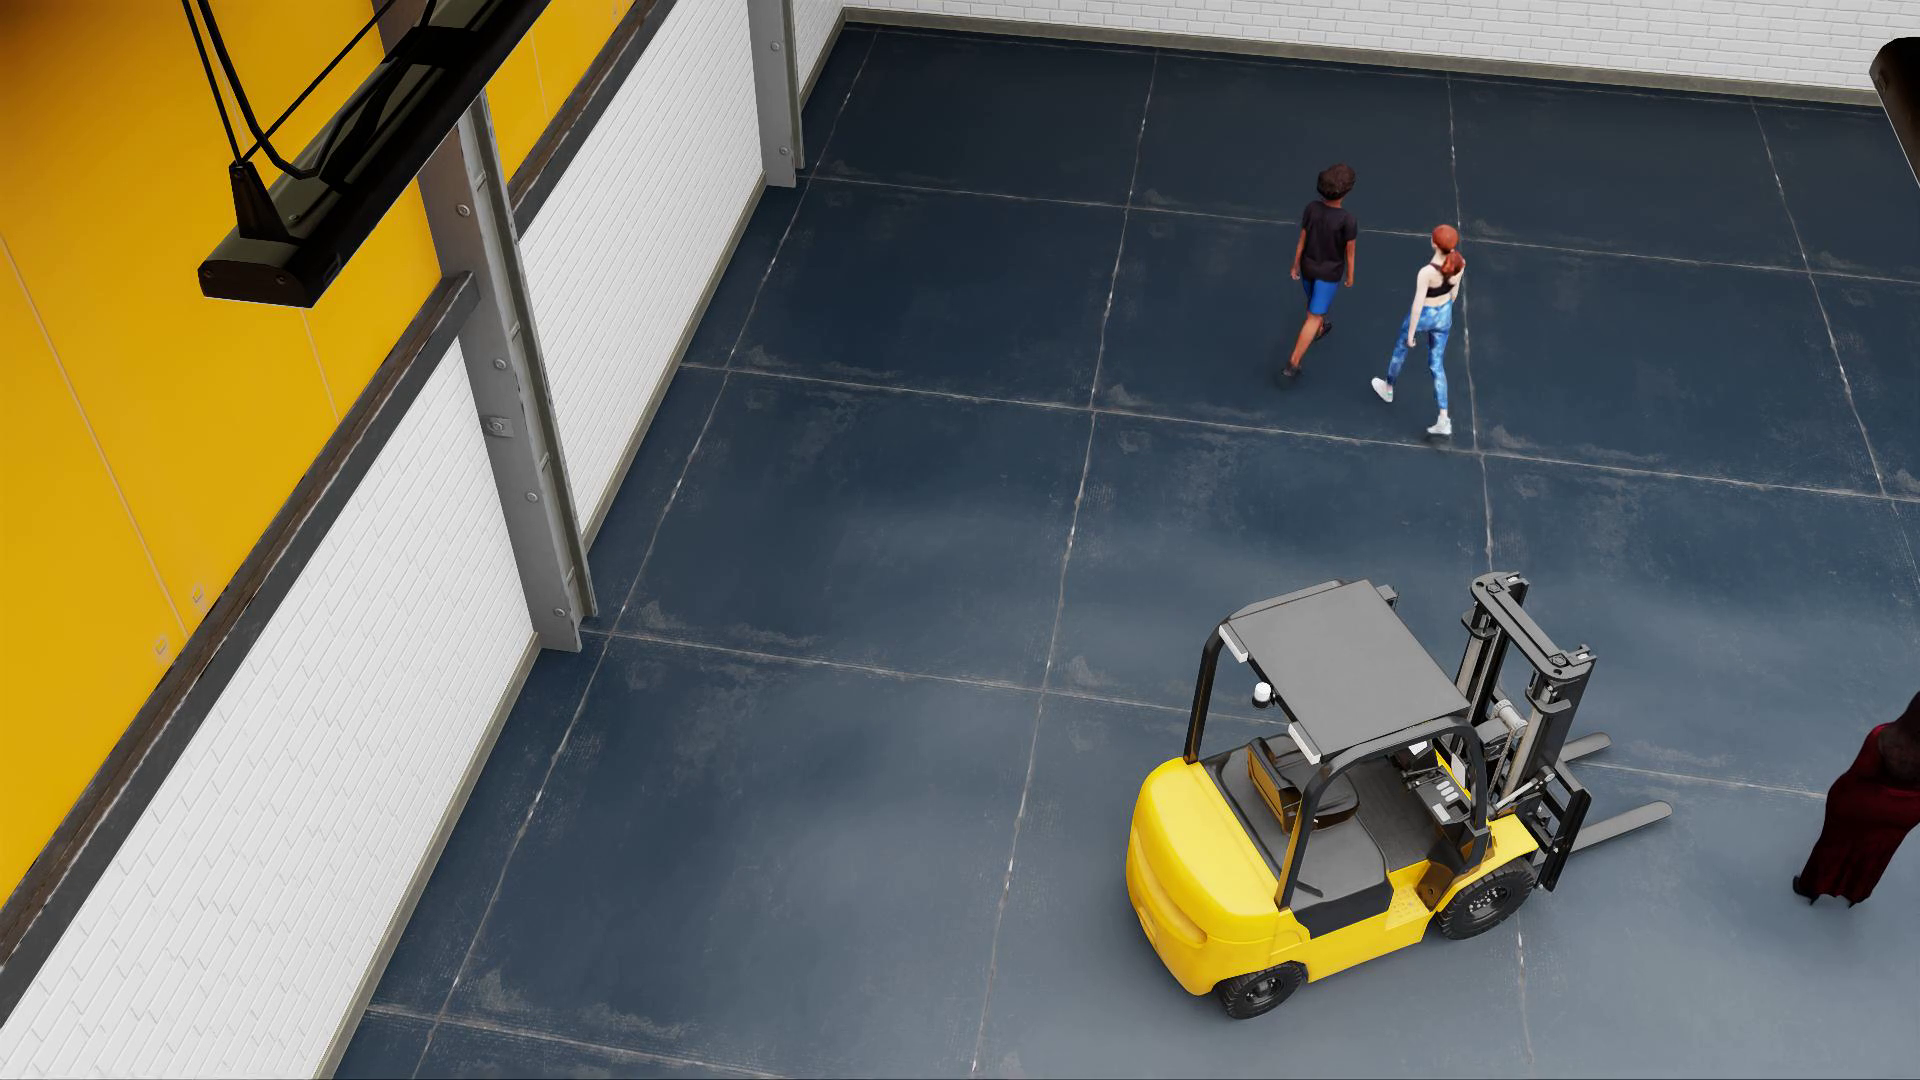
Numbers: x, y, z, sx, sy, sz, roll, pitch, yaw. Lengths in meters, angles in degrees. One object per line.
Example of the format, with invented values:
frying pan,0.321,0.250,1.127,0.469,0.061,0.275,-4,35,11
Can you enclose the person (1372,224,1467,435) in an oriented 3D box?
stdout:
person,3.565,-1.565,12.498,0.908,1.755,1.213,-11,45,-11

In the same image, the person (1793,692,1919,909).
person,5.151,1.469,9.314,0.665,1.756,0.614,4,44,5

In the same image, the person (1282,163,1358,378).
person,2.801,-2.074,13.028,0.980,1.761,1.252,28,50,26
